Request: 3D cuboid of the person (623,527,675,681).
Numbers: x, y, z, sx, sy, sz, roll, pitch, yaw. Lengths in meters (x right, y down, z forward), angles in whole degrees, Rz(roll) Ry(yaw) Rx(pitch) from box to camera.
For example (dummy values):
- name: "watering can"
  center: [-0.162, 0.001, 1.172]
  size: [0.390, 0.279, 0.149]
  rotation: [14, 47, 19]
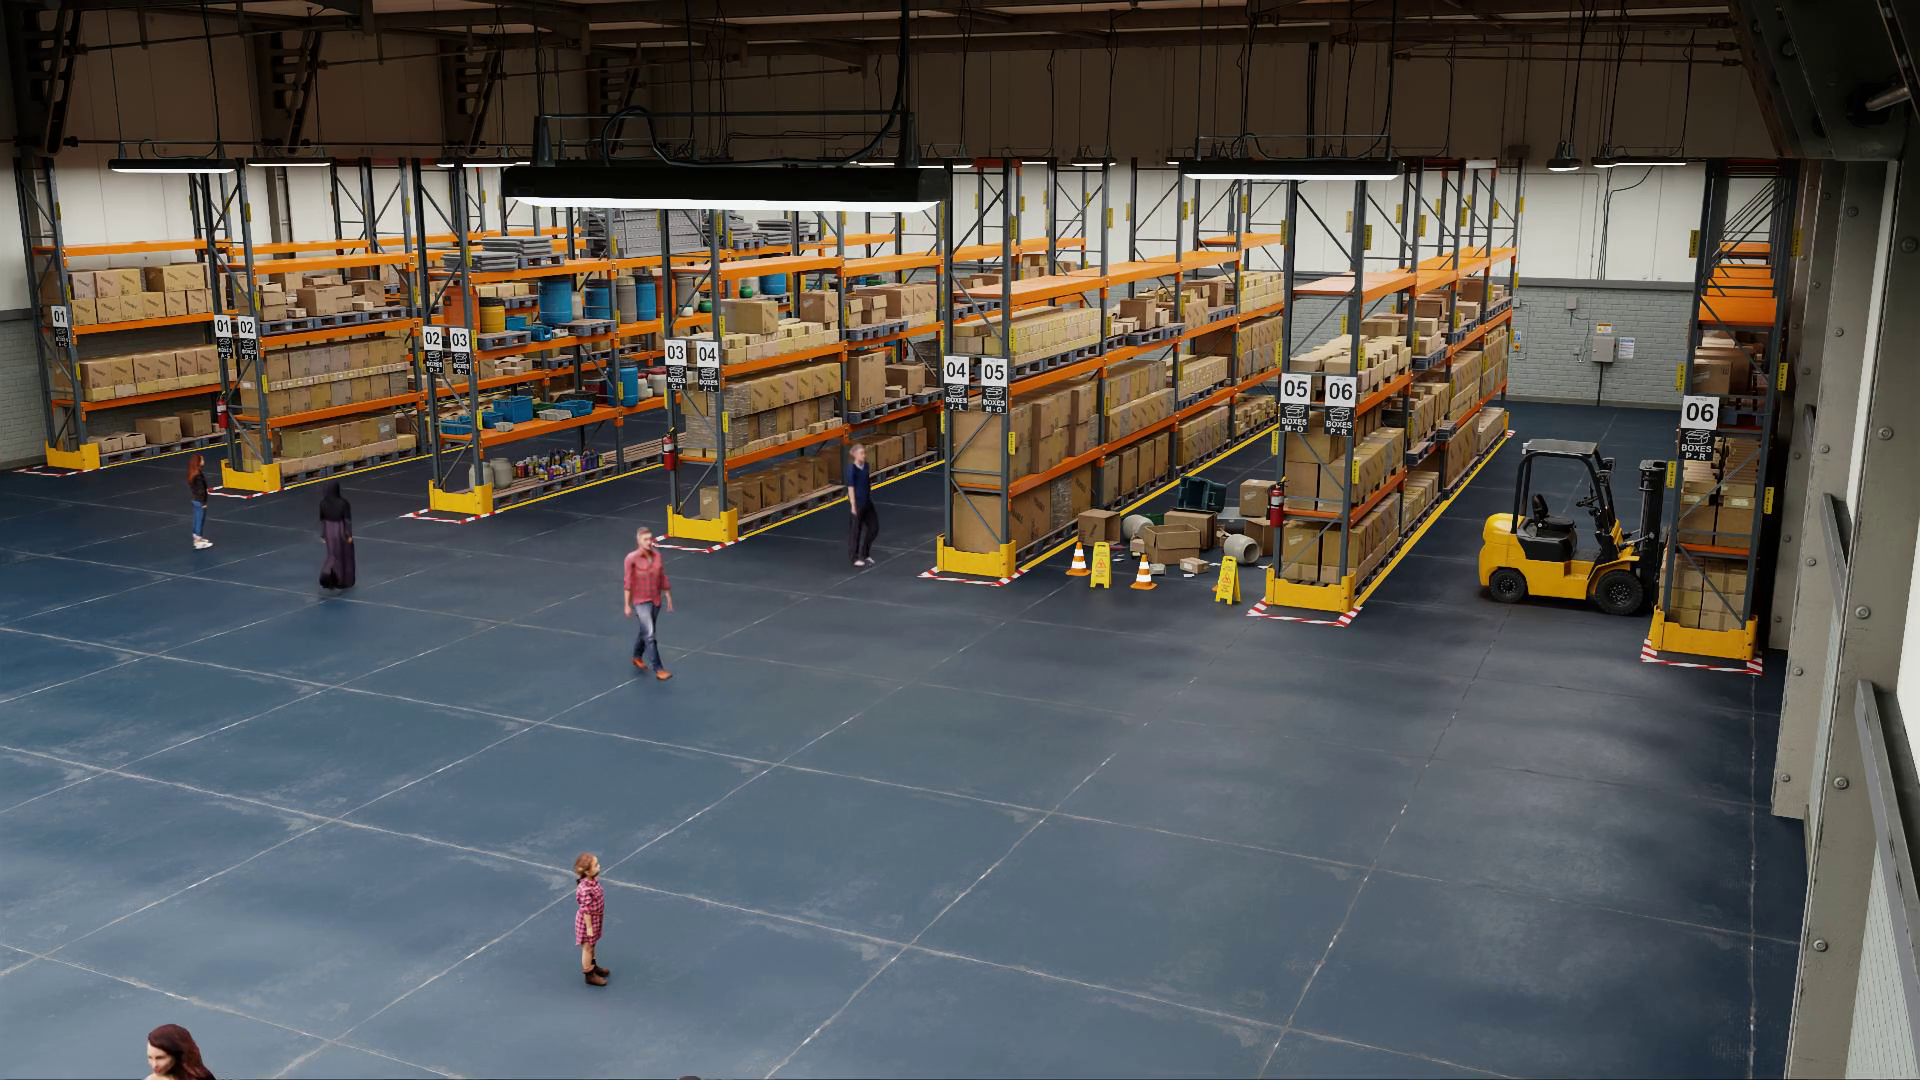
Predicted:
- name: "person"
  center: [-3.745, 0.737, 19.631]
  size: [1.234, 1.783, 1.058]
  rotation: [-12, 18, -43]

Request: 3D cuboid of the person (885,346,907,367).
- name: "person"
  center: [-1.488, -3.473, 37.789]
  size: [0.720, 1.793, 1.094]
  rotation: [6, 14, 23]

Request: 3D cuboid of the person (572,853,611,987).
- name: "person"
  center: [-2.759, 2.804, 12.390]
  size: [0.555, 1.023, 0.469]
  rotation: [0, 13, -1]

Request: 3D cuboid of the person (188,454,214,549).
- name: "person"
  center: [-11.998, -0.625, 26.188]
  size: [0.638, 1.477, 0.639]
  rotation: [-10, 16, -36]

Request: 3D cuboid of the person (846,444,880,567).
- name: "person"
  center: [-1.569, -0.530, 24.940]
  size: [0.830, 1.856, 0.720]
  rotation: [11, 17, 39]

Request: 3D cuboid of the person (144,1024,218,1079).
- name: "person"
  center: [-3.976, 3.292, 8.660]
  size: [0.798, 1.755, 0.916]
  rotation: [0, 13, 0]

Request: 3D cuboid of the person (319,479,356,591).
- name: "person"
  center: [-8.820, -0.061, 23.478]
  size: [0.805, 1.602, 1.002]
  rotation: [1, 13, 4]
